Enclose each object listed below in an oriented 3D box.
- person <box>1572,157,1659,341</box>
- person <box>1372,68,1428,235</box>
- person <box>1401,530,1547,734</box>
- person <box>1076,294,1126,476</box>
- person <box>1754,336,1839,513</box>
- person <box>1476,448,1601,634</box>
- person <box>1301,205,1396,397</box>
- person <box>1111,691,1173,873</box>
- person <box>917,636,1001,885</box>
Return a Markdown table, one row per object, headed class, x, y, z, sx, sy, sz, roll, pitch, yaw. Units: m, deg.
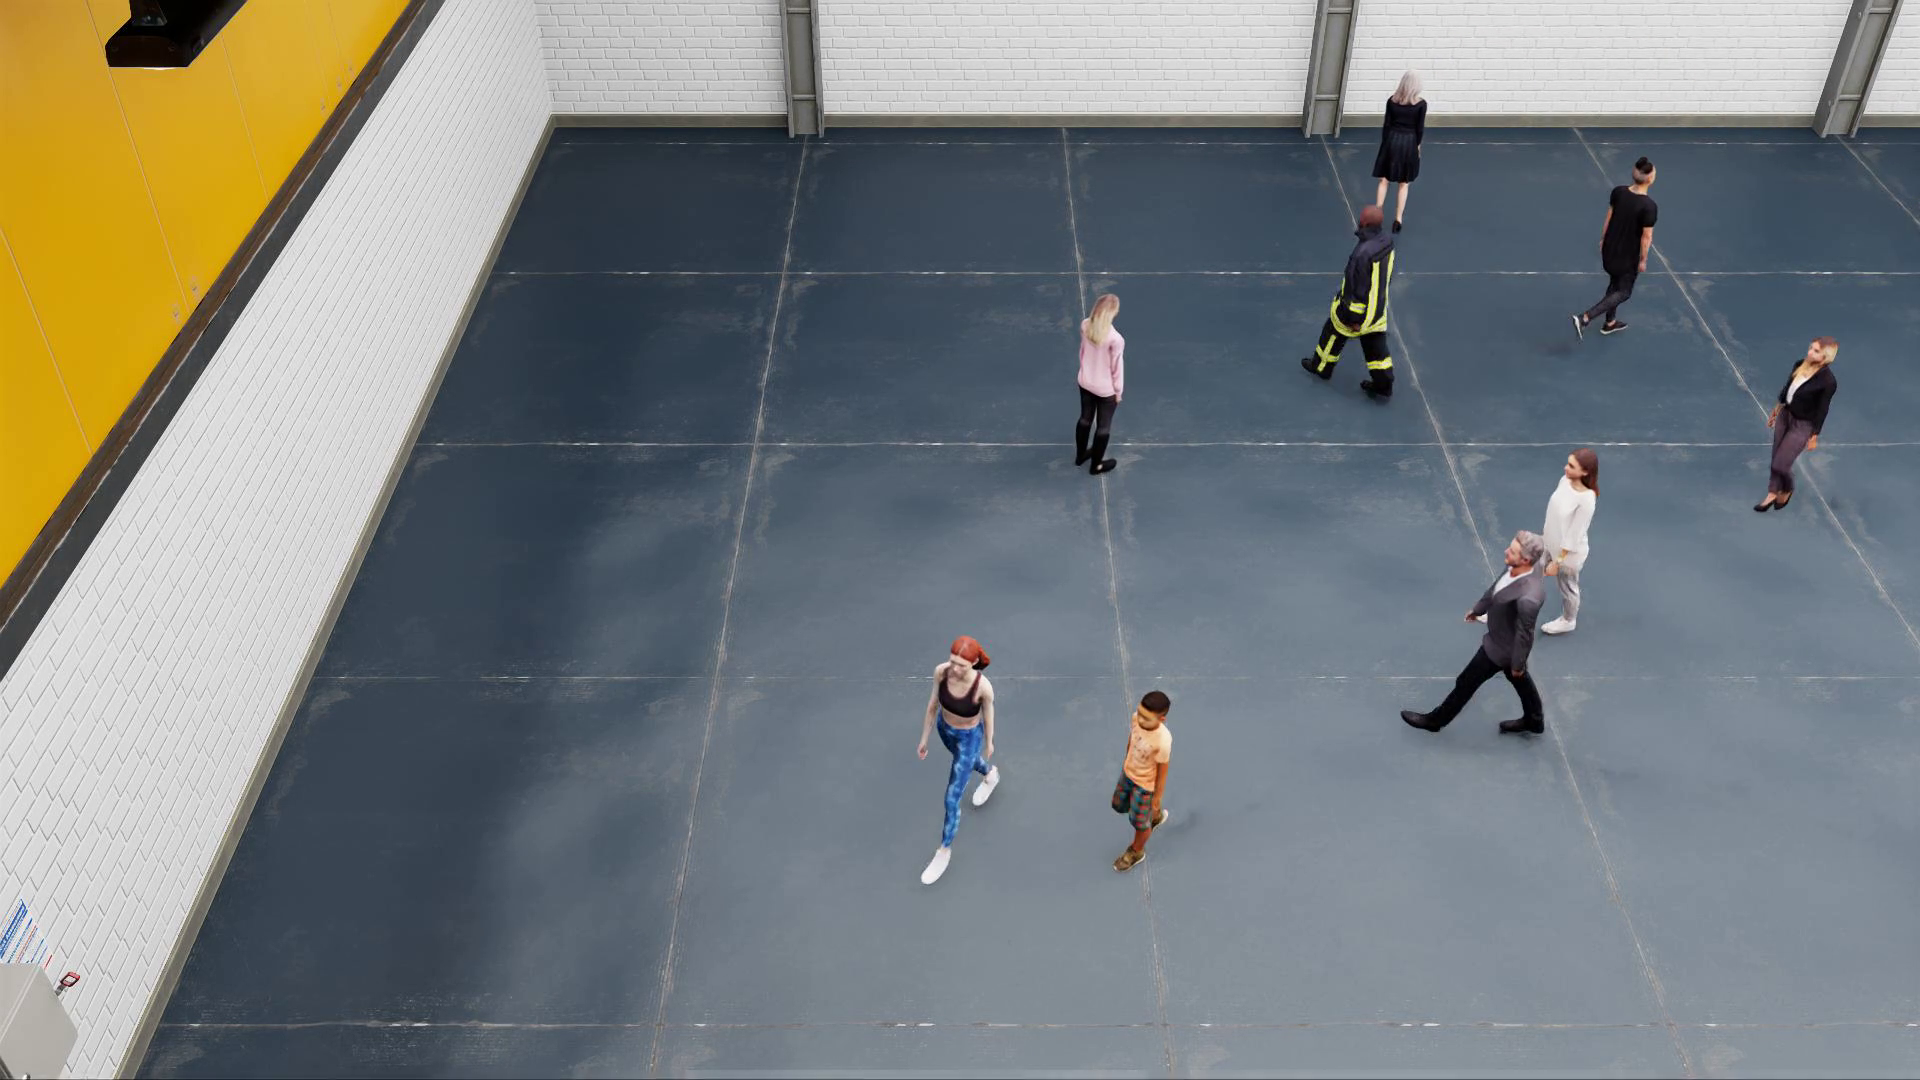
| class | x | y | z | sx | sy | sz | roll | pitch | yaw |
| --- | --- | --- | --- | --- | --- | --- | --- | --- | --- |
| person | 6.058 | -2.652 | 15.306 | 1.107 | 1.848 | 0.912 | -15 | 41 | -18 |
| person | 4.508 | -3.992 | 17.070 | 0.623 | 1.742 | 0.750 | 14 | 41 | 16 |
| person | 3.749 | 0.688 | 11.173 | 1.301 | 1.787 | 0.929 | 9 | 39 | 11 |
| person | 1.135 | -1.286 | 13.726 | 0.743 | 1.684 | 0.690 | -30 | 47 | -32 |
| person | 6.736 | -0.904 | 13.264 | 0.654 | 1.664 | 0.668 | -8 | 39 | -10 |
| person | 4.457 | 0.047 | 12.082 | 1.070 | 1.653 | 0.762 | -9 | 39 | -10 |
| person | 3.641 | -2.073 | 14.633 | 1.195 | 1.783 | 1.226 | -30 | 48 | -32 |
| person | 1.199 | 1.468 | 10.463 | 0.814 | 1.453 | 0.724 | -21 | 43 | -24 |
| person | 0.046 | 1.233 | 10.530 | 1.208 | 1.738 | 1.128 | 23 | 44 | 26 |
